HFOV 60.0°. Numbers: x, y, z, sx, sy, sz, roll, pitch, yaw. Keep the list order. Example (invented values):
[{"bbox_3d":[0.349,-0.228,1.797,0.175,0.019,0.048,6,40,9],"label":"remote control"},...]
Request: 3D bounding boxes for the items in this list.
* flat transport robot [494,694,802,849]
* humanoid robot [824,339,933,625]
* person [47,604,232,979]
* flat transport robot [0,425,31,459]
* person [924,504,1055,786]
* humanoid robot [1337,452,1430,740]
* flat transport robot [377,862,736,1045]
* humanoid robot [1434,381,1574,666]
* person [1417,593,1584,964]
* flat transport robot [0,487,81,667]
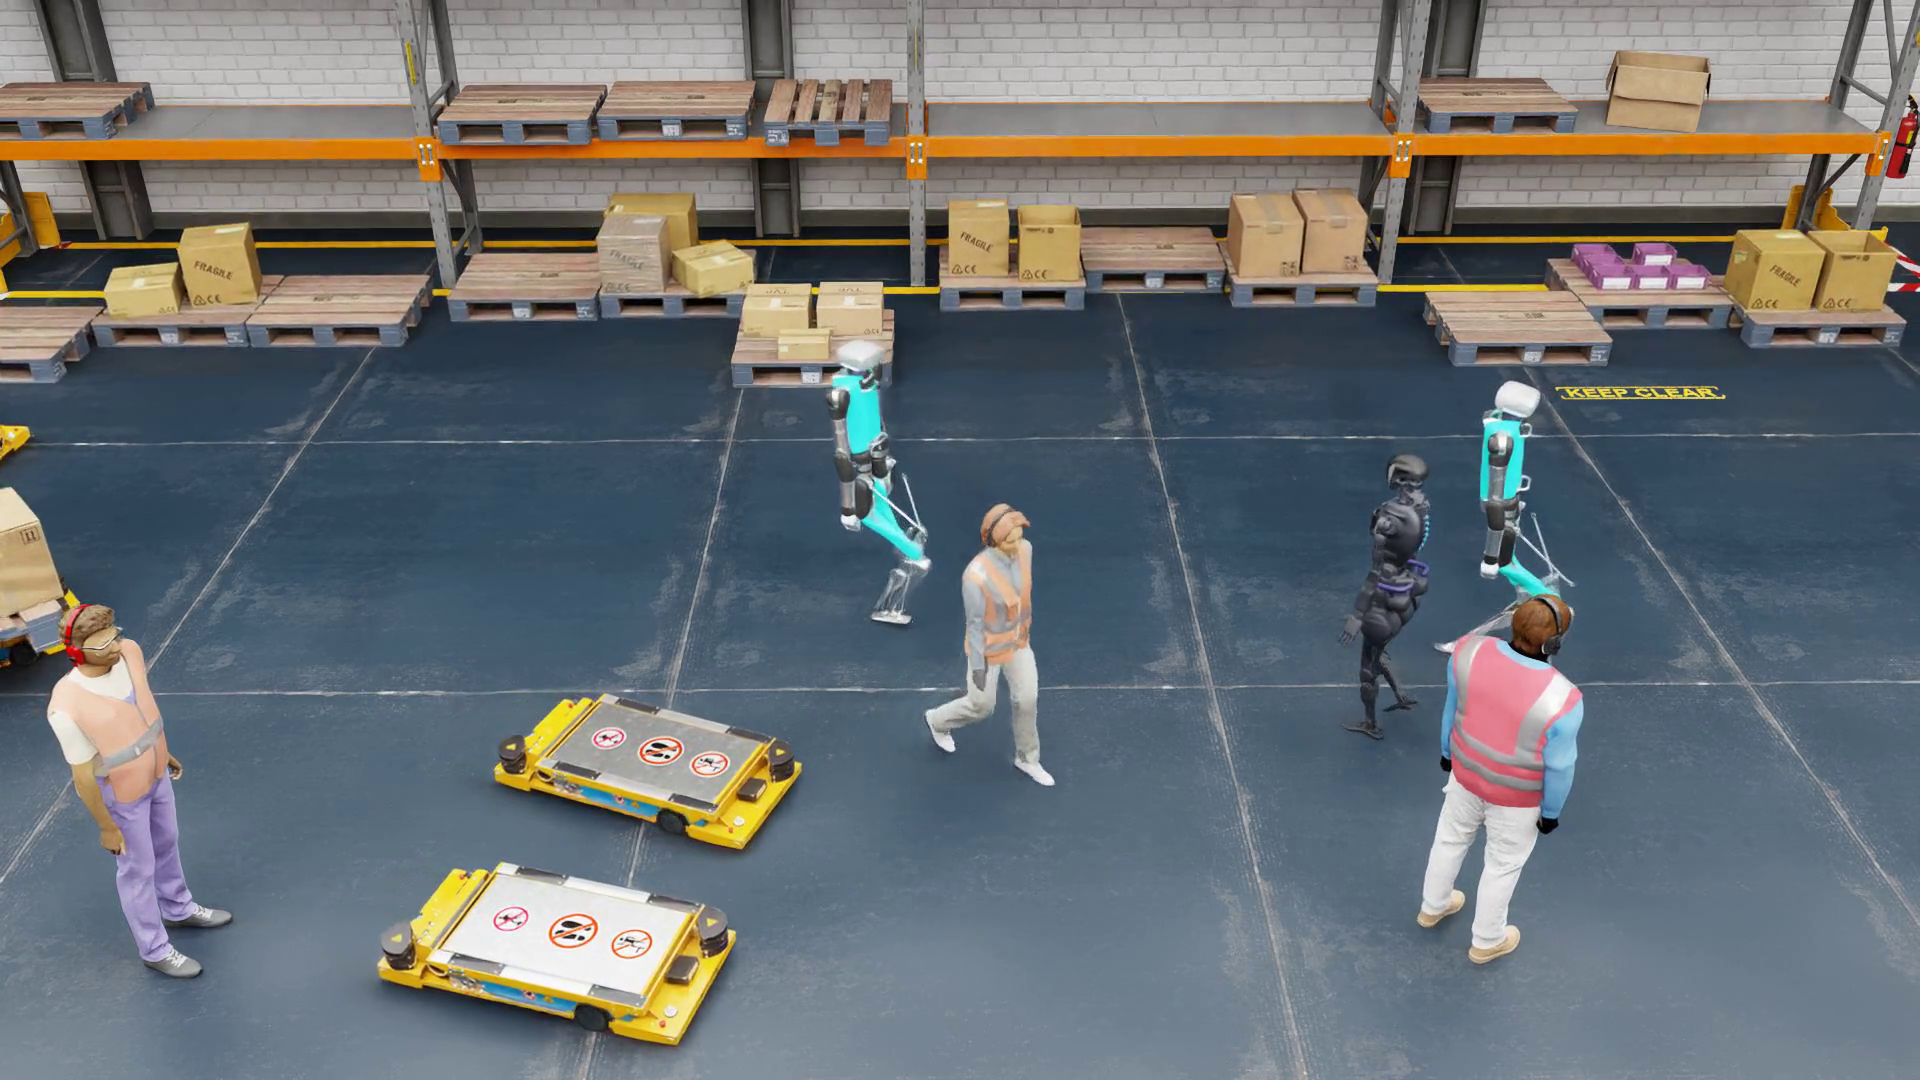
[{"bbox_3d":[-1.595,1.148,8.499,1.431,0.231,0.659,12,33,19],"label":"flat transport robot"},{"bbox_3d":[-0.360,-0.234,9.390,0.759,1.804,0.556,12,33,19],"label":"humanoid robot"},{"bbox_3d":[-3.556,1.057,7.120,0.374,1.843,0.569,2,31,3],"label":"person"},{"bbox_3d":[-6.954,-0.449,11.158,0.659,0.231,1.431,2,31,3],"label":"flat transport robot"},{"bbox_3d":[0.138,0.498,8.271,0.672,1.619,0.532,23,38,33],"label":"person"},{"bbox_3d":[2.204,0.314,8.523,0.383,1.651,0.597,22,38,32],"label":"humanoid robot"},{"bbox_3d":[-1.787,1.808,7.400,1.431,0.231,0.659,8,32,14],"label":"flat transport robot"},{"bbox_3d":[3.127,0.016,8.978,0.899,1.776,0.531,11,33,18],"label":"humanoid robot"},{"bbox_3d":[2.347,1.023,7.197,0.431,1.835,0.628,-23,38,-33],"label":"person"},{"bbox_3d":[-5.728,0.604,9.405,1.431,0.231,0.659,-25,39,-35],"label":"flat transport robot"}]
